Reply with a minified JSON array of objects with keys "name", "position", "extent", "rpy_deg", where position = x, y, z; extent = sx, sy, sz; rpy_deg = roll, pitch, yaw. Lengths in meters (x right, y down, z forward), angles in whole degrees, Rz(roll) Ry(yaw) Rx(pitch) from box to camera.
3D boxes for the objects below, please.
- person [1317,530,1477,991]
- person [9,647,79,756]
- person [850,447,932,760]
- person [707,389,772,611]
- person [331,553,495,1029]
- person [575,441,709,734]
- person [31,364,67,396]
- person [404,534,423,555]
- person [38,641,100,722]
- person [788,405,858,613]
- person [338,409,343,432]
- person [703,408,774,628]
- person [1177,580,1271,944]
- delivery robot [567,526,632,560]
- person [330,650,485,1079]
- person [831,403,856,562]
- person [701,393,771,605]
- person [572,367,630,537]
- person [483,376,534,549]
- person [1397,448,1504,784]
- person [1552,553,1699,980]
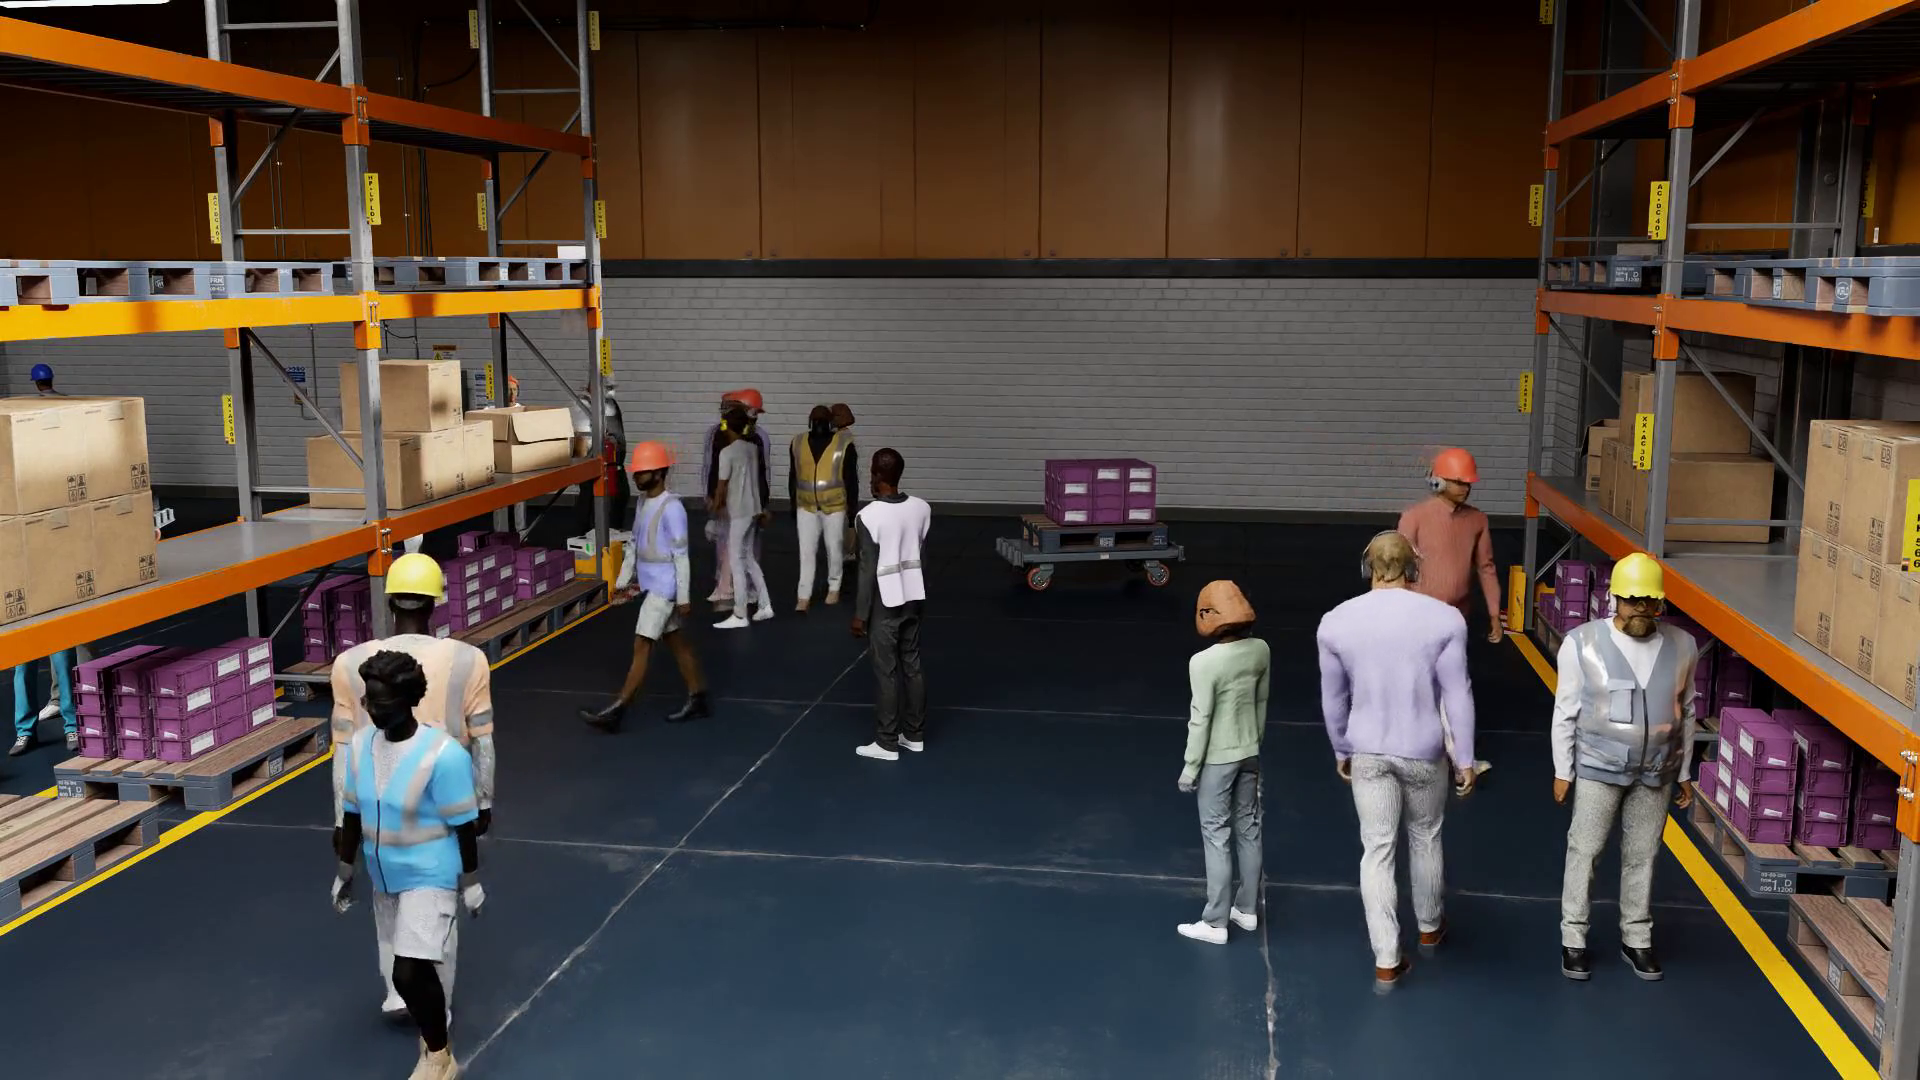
[{"name":"person","position":[1.878,0.908,7.155],"extent":[0.690,1.879,0.879],"rpy_deg":[3,10,18]},{"name":"person","position":[-5.708,0.407,10.336],"extent":[0.572,1.843,0.373],"rpy_deg":[-3,10,-20]},{"name":"person","position":[-0.412,0.392,10.203],"extent":[0.390,1.920,0.587],"rpy_deg":[8,12,42]},{"name":"person","position":[-1.913,-0.356,14.680],"extent":[0.638,1.957,0.649],"rpy_deg":[-8,12,-41]},{"name":"person","position":[-2.136,0.998,6.519],"extent":[0.616,1.897,0.573],"rpy_deg":[-3,10,-18]},{"name":"person","position":[-2.066,0.307,10.800],"extent":[0.956,1.890,0.558],"rpy_deg":[-5,10,-26]},{"name":"person","position":[-10.267,-1.015,18.803],"extent":[0.397,1.943,0.614],"rpy_deg":[1,9,7]},{"name":"person","position":[-5.465,-0.559,16.311],"extent":[0.430,1.845,0.619],"rpy_deg":[-4,10,-21]},{"name":"person","position":[-5.937,0.264,10.969],"extent":[0.587,1.927,0.363],"rpy_deg":[4,10,21]},{"name":"person","position":[-1.223,-0.282,14.709],"extent":[0.648,1.820,0.715],"rpy_deg":[1,9,8]},{"name":"person","position":[-6.748,-0.942,18.852],"extent":[0.599,1.795,0.911],"rpy_deg":[-1,9,-5]},{"name":"person","position":[-1.834,-0.173,13.931],"extent":[0.447,1.852,0.716],"rpy_deg":[4,10,21]},{"name":"person","position":[1.178,0.984,7.432],"extent":[0.498,1.633,0.283],"rpy_deg":[-8,12,-40]},{"name":"delivery robot","position":[-3.473,0.050,16.220],"extent":[0.477,0.478,0.707],"rpy_deg":[7,11,36]},{"name":"person","position":[-1.974,1.208,5.891],"extent":[0.550,1.675,0.488],"rpy_deg":[5,11,30]},{"name":"person","position":[-1.219,-0.592,17.150],"extent":[0.279,1.634,0.498],"rpy_deg":[-2,9,-12]},{"name":"person","position":[-2.028,-0.369,14.938],"extent":[0.652,1.906,0.403],"rpy_deg":[3,10,16]},{"name":"person","position":[-3.820,-0.869,17.606],"extent":[0.640,2.000,0.708],"rpy_deg":[4,10,25]},{"name":"person","position":[-4.765,-0.795,17.637],"extent":[0.574,1.884,0.356],"rpy_deg":[-7,12,-38]},{"name":"person","position":[2.928,0.438,9.817],"extent":[0.655,1.942,0.998],"rpy_deg":[-4,10,-23]},{"name":"person","position":[2.801,0.954,7.007],"extent":[0.600,1.830,0.404],"rpy_deg":[0,9,2]}]
